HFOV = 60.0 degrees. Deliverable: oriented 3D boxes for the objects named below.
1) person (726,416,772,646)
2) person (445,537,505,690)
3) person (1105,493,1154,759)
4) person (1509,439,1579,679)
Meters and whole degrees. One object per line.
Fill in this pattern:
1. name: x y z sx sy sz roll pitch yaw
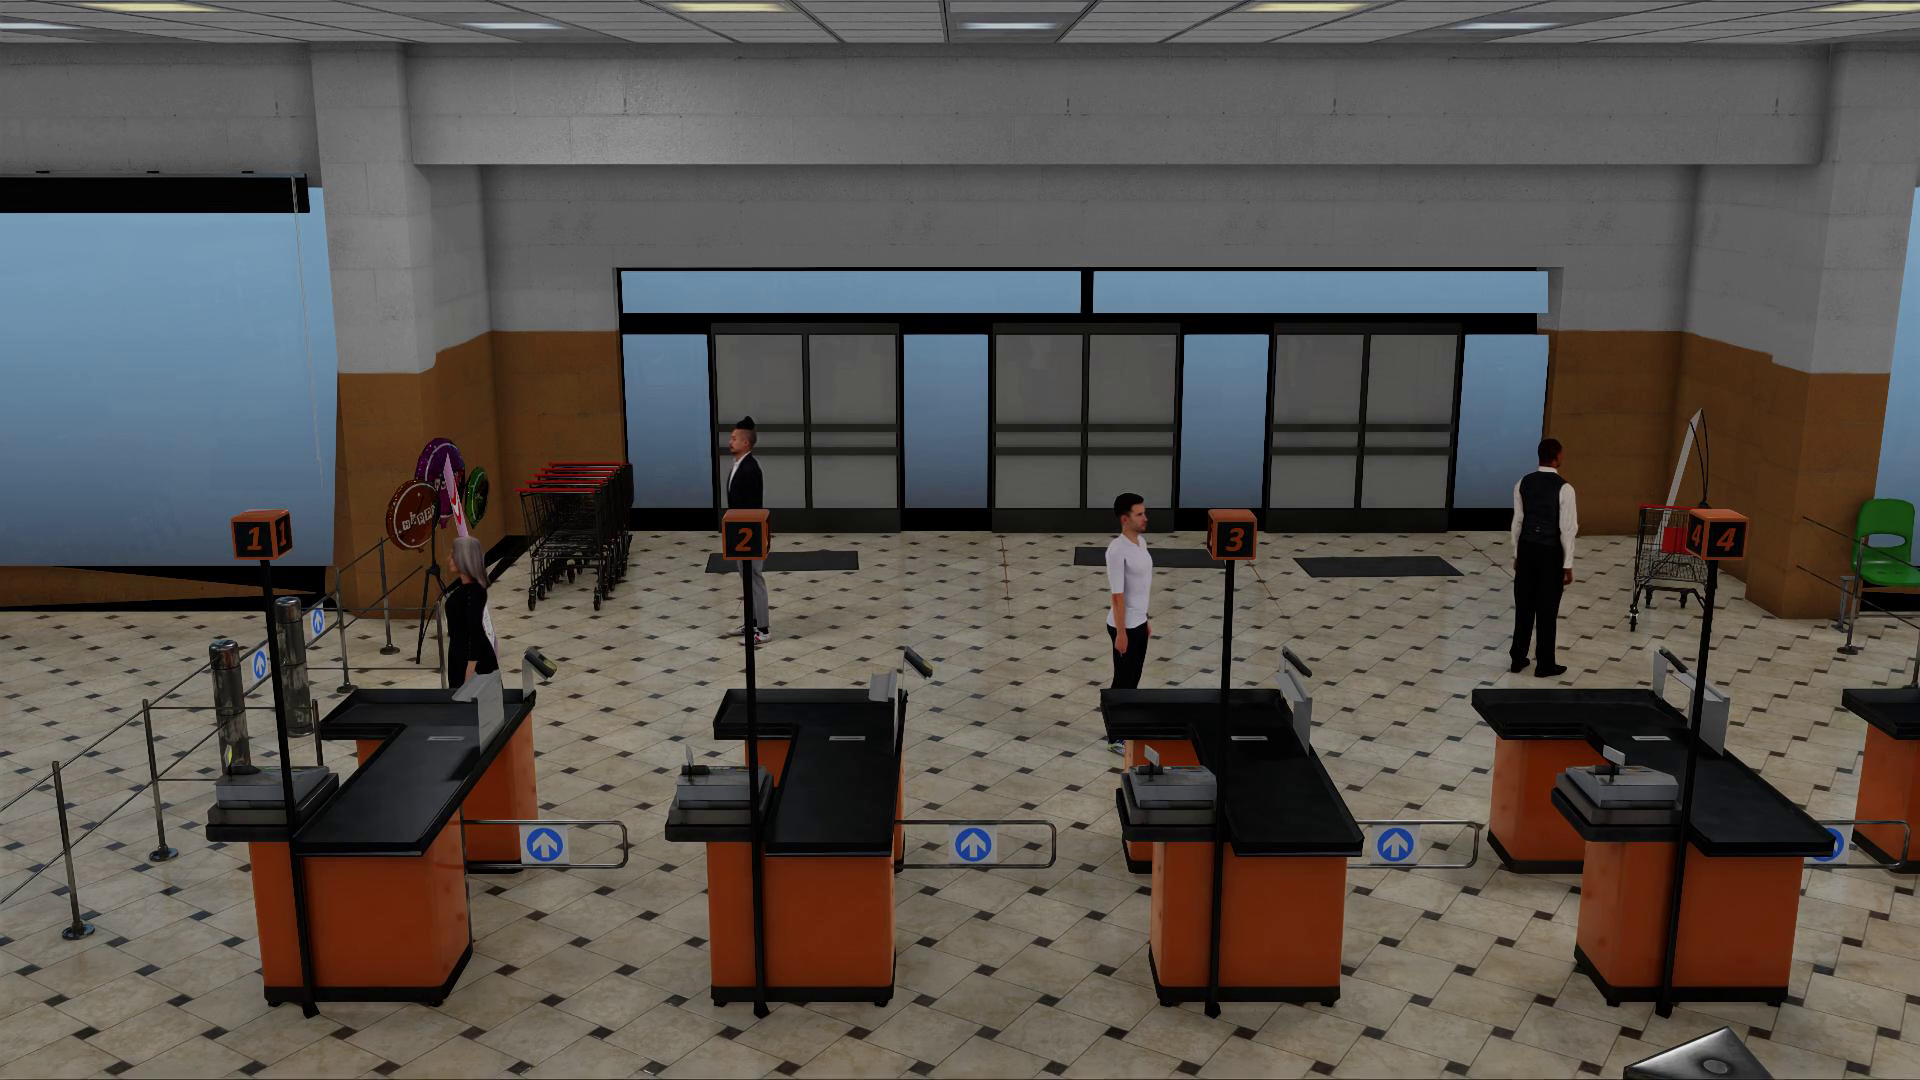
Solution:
1. person: -1.799 -0.087 14.165 0.852 1.949 0.686 -6 15 -23
2. person: -3.183 0.821 10.853 0.738 1.747 0.624 -5 15 -22
3. person: 1.176 0.575 11.643 0.808 1.852 0.674 7 15 26
4. person: 4.654 0.133 13.321 0.829 1.919 0.762 -13 18 -42
